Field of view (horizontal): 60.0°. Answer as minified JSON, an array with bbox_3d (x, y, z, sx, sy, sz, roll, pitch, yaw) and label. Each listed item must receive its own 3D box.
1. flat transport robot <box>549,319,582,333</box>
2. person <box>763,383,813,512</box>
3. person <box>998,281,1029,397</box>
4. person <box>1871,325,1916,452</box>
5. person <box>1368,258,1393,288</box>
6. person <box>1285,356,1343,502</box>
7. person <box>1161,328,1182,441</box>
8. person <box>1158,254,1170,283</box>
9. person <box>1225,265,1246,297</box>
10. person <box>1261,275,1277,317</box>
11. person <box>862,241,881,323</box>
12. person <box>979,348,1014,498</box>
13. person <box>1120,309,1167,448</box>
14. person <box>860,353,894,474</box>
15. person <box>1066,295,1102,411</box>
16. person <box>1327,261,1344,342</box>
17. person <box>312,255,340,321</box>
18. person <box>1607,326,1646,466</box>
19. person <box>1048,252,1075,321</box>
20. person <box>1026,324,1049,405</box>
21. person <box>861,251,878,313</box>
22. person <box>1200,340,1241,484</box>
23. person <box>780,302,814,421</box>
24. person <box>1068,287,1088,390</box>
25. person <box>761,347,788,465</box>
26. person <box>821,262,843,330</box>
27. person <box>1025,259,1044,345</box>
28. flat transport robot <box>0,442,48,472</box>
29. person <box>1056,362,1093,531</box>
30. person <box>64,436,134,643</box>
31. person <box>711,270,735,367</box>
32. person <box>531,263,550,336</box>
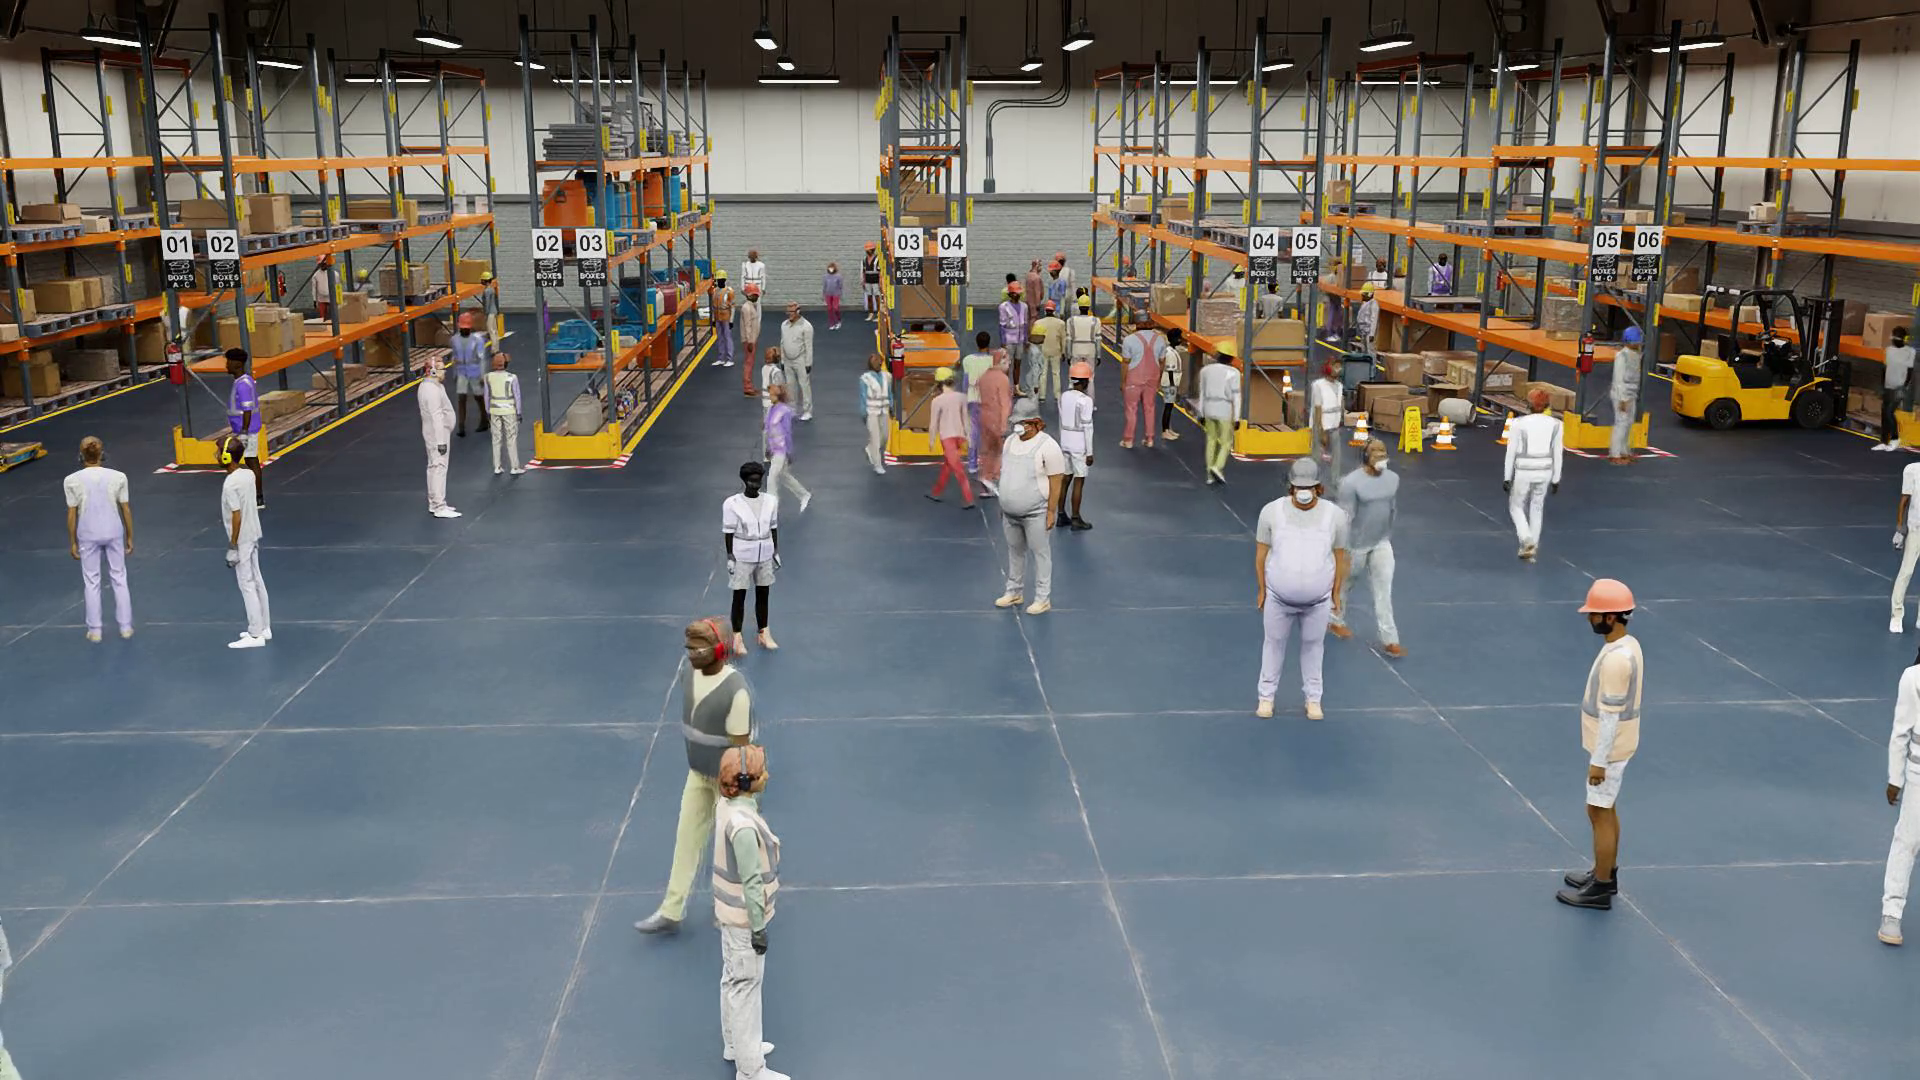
[{"bbox_3d":[-9.195,-5.112,39.715,0.652,0.197,1.431,3,14,12],"label":"flat transport robot"},{"bbox_3d":[-2.096,-1.069,19.694,0.764,1.609,0.519,-8,15,-29],"label":"person"},{"bbox_3d":[0.956,-3.496,29.072,0.608,2.044,0.371,-10,17,-37],"label":"person"},{"bbox_3d":[13.378,-2.156,23.827,0.489,1.841,0.562,-5,14,-20],"label":"person"},{"bbox_3d":[9.453,-5.417,37.546,0.574,1.887,0.355,6,14,23],"label":"person"},{"bbox_3d":[4.477,-1.381,20.590,0.565,1.822,0.800,-11,17,-40],"label":"person"},{"bbox_3d":[3.161,-2.338,24.929,0.319,1.689,0.539,2,13,9],"label":"person"},{"bbox_3d":[5.307,-6.627,43.203,0.306,1.639,0.522,4,14,17],"label":"person"},{"bbox_3d":[6.207,-5.303,37.324,0.525,1.769,0.314,0,13,1],"label":"person"},{"bbox_3d":[8.009,-6.597,43.084,0.501,1.633,0.284,-10,16,-35],"label":"person"},{"bbox_3d":[-2.215,-6.480,41.752,0.612,2.029,0.409,9,16,33],"label":"person"},{"bbox_3d":[0.472,-1.437,20.666,0.446,1.887,0.684,-7,15,-27],"label":"person"},{"bbox_3d":[2.632,-2.366,24.289,0.685,2.000,0.535,-5,14,-21],"label":"person"},{"bbox_3d":[-1.157,-1.728,22.491,0.524,1.624,0.535,-12,18,-41],"label":"person"},{"bbox_3d":[2.052,-3.087,27.583,0.587,1.930,0.359,2,13,9],"label":"person"},{"bbox_3d":[8.484,-5.365,37.441,0.546,1.829,0.601,-9,16,-33],"label":"person"},{"bbox_3d":[-14.108,-5.354,37.046,0.623,1.992,0.391,-1,13,-5],"label":"person"},{"bbox_3d":[9.186,-1.994,22.935,0.410,1.943,0.618,11,17,40],"label":"person"},{"bbox_3d":[2.304,-5.535,37.832,0.617,1.997,1.049,-2,13,-9],"label":"person"},{"bbox_3d":[1.148,-2.368,24.961,0.344,1.733,0.480,0,13,0],"label":"person"},{"bbox_3d":[-2.363,-6.910,44.132,0.533,1.767,0.326,3,14,13],"label":"person"},{"bbox_3d":[3.357,-1.635,21.511,0.583,1.896,0.445,8,16,31],"label":"person"},{"bbox_3d":[-2.645,-2.874,26.761,0.642,1.899,0.394,9,16,33],"label":"person"},{"bbox_3d":[2.162,-3.636,30.063,0.319,1.865,0.520,-8,15,-29],"label":"person"},{"bbox_3d":[-2.569,-1.843,22.942,0.307,1.637,0.525,-8,16,-31],"label":"person"},{"bbox_3d":[-3.081,-5.864,40.020,0.505,1.616,0.434,3,14,12],"label":"person"},{"bbox_3d":[1.678,-5.281,36.961,0.398,1.899,0.637,-4,14,-15],"label":"person"},{"bbox_3d":[-13.251,-1.151,22.936,0.652,0.197,1.431,-1,13,-5],"label":"flat transport robot"},{"bbox_3d":[1.350,-1.074,19.071,0.393,1.930,0.548,-10,16,-35],"label":"person"},{"bbox_3d":[-7.600,-0.003,14.732,0.512,1.836,0.345,-9,16,-34],"label":"person"},{"bbox_3d":[-4.757,-4.437,33.305,0.594,1.926,0.369,10,17,37],"label":"person"},{"bbox_3d":[-9.789,-5.639,38.771,0.330,1.751,0.564,-9,16,-35],"label":"person"}]
